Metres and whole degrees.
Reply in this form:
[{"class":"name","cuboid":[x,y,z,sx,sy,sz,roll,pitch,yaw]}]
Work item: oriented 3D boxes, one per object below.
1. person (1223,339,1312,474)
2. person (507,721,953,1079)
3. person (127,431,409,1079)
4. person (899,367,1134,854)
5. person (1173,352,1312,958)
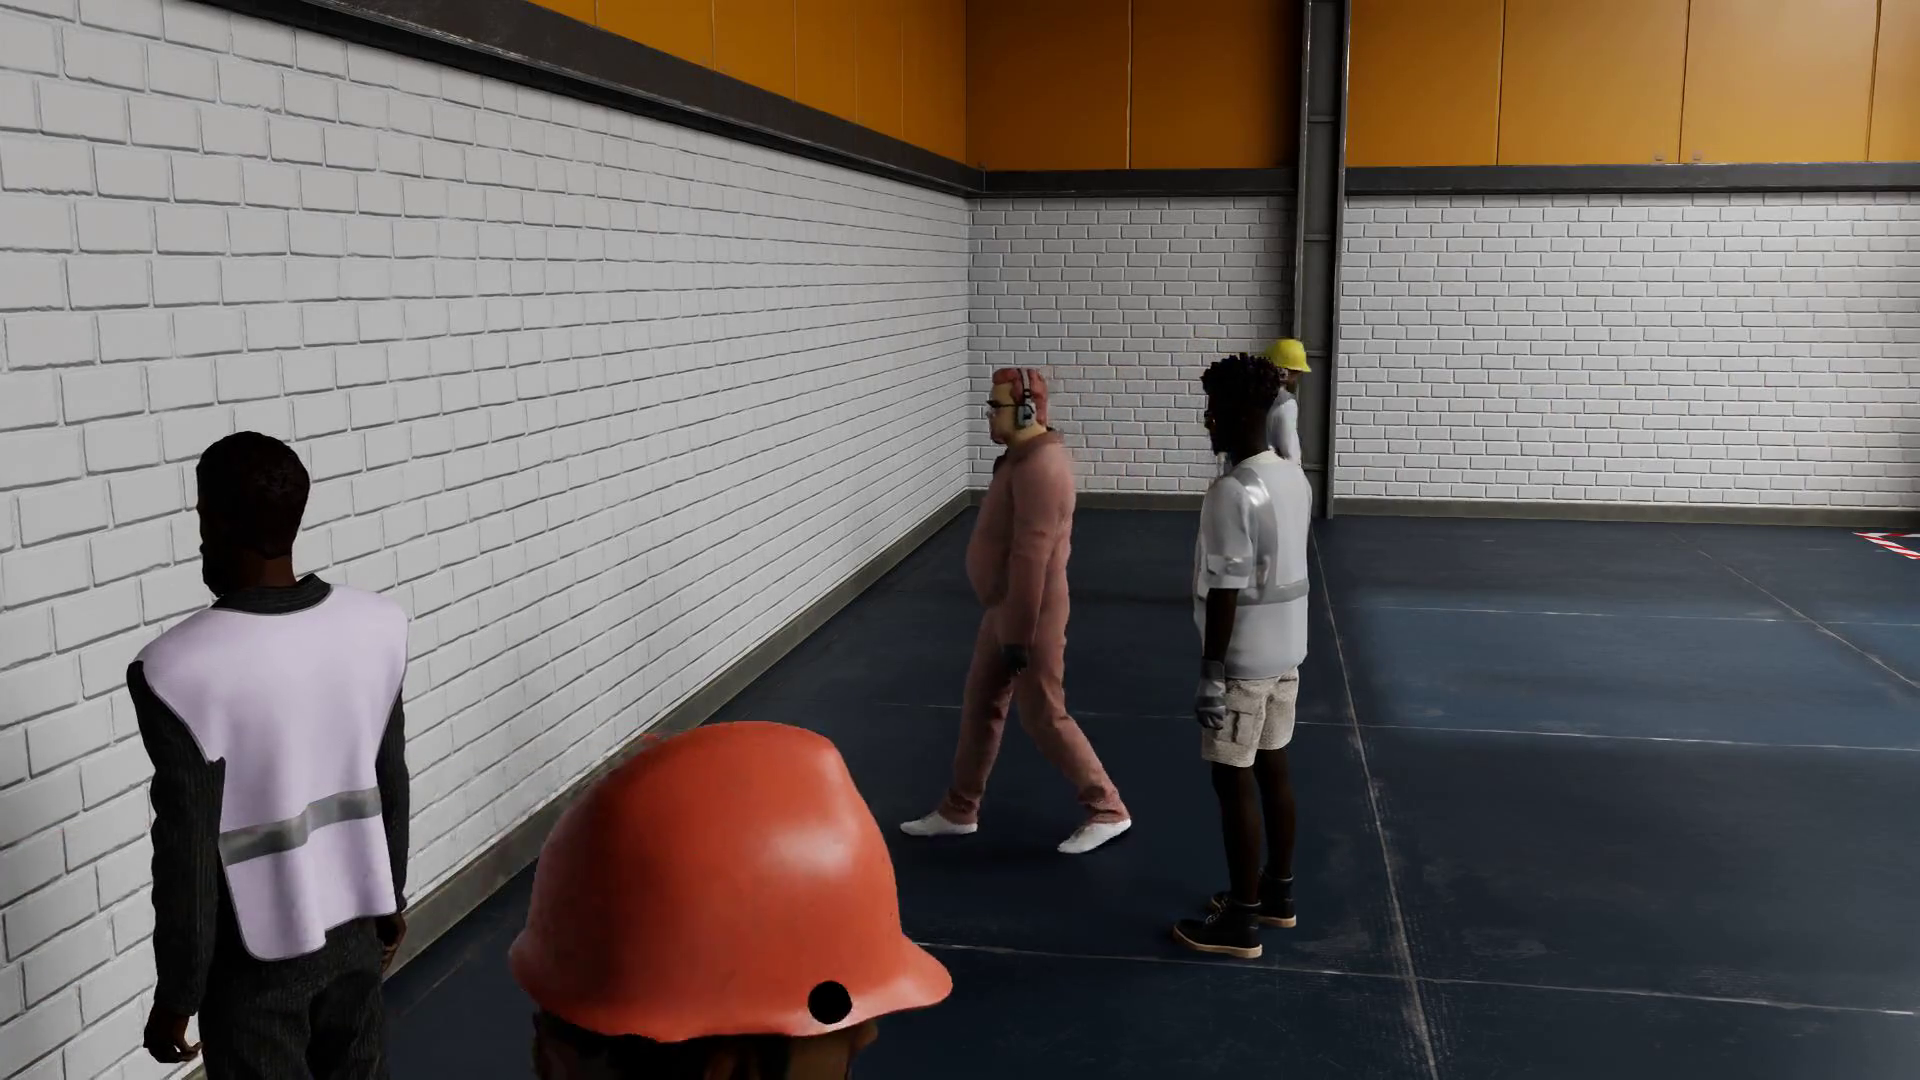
[{"class":"person","cuboid":[1.976,-0.414,10.852,0.611,1.781,0.620,-3,10,-16]},{"class":"person","cuboid":[-0.257,1.073,1.233,0.529,1.908,0.624,-6,11,-32]},{"class":"person","cuboid":[-1.293,0.748,3.218,0.383,1.918,0.597,4,10,25]},{"class":"person","cuboid":[0.239,0.272,6.351,0.806,1.887,0.663,0,9,-2]},{"class":"person","cuboid":[0.939,0.370,5.453,0.375,1.958,0.606,6,11,33]}]
